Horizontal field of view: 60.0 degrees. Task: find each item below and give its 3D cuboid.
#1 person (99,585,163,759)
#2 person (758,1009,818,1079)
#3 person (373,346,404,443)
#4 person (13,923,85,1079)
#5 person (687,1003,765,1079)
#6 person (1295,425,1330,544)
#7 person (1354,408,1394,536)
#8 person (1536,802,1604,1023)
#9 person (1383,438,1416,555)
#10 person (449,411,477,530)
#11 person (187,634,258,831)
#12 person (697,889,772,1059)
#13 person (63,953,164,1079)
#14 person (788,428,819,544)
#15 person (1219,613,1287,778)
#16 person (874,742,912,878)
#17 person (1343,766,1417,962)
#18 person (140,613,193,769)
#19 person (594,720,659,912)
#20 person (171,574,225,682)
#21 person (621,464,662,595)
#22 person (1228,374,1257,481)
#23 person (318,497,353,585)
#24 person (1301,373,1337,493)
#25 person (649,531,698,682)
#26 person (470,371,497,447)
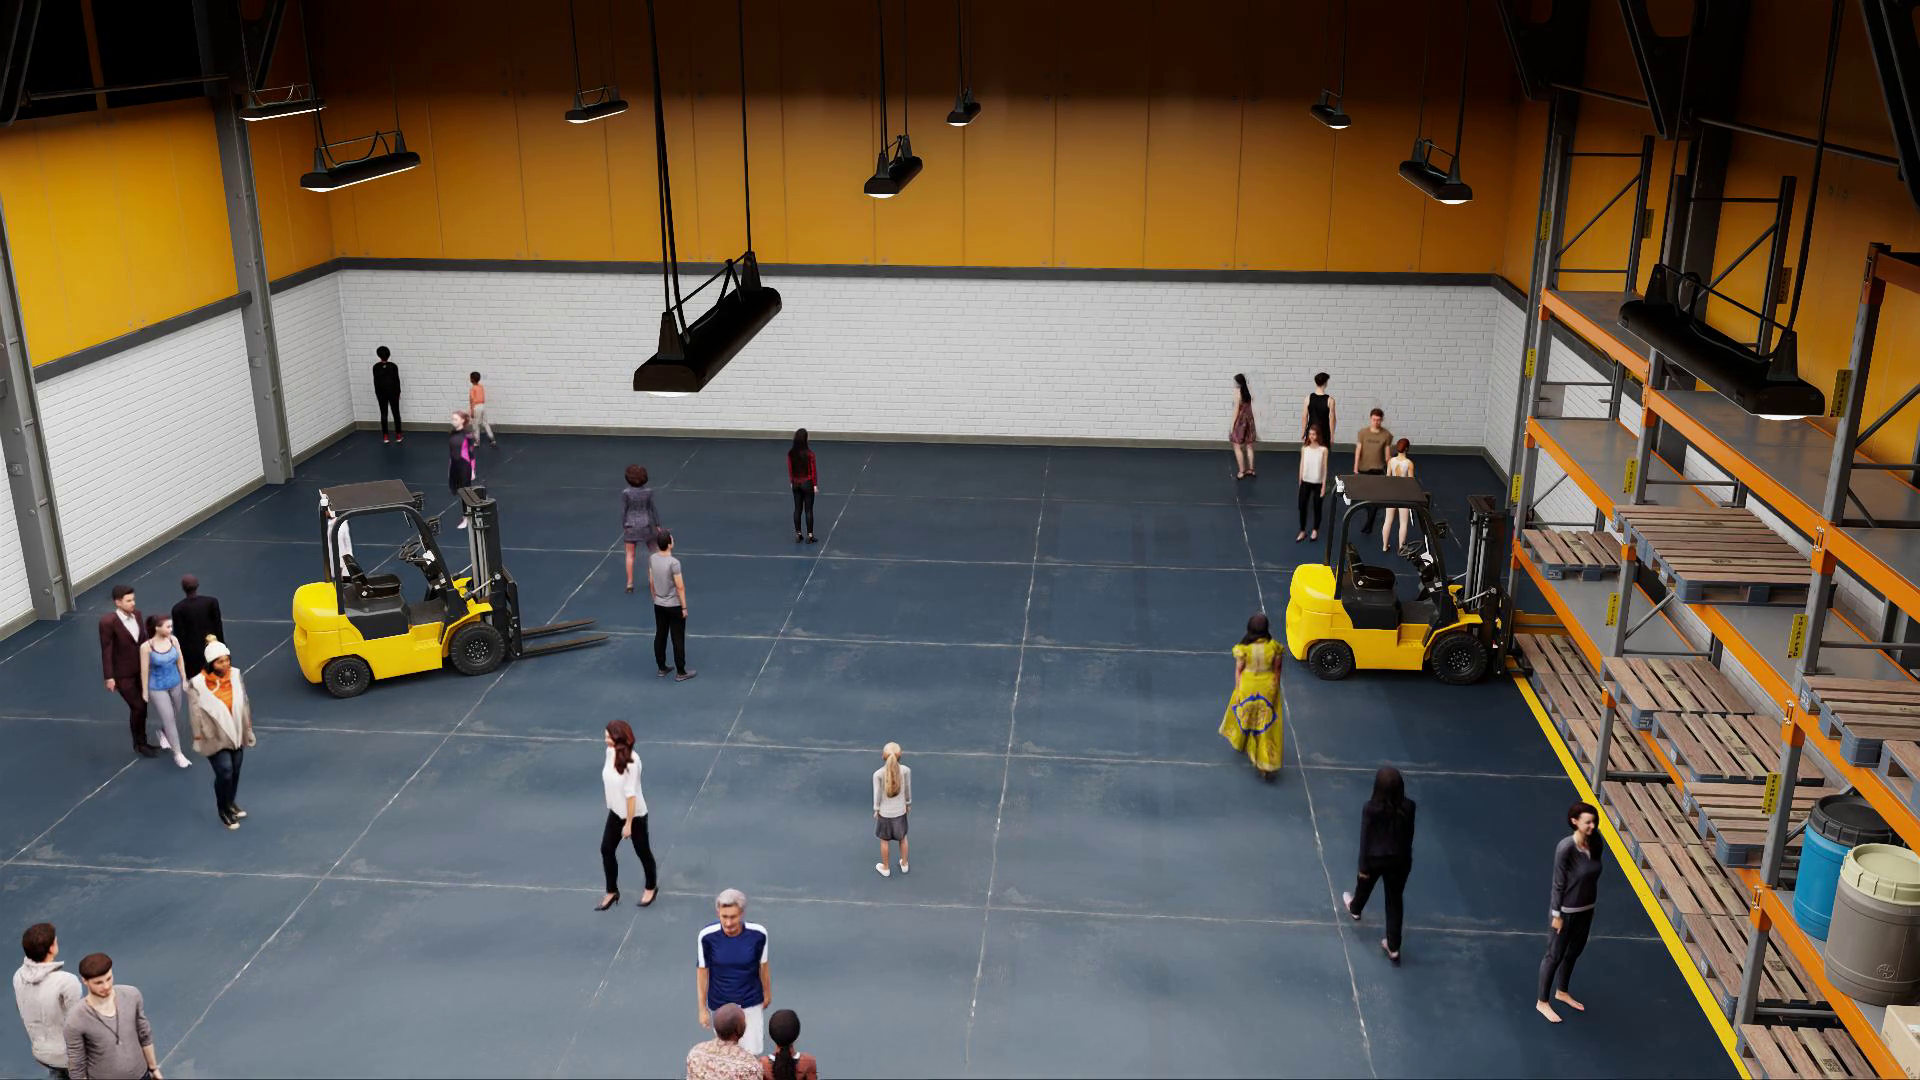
[{"bbox_3d":[-8.552,1.332,17.005,0.835,1.851,0.711,6,19,16],"label":"person"},{"bbox_3d":[-1.052,3.731,10.103,0.688,1.710,1.126,-1,19,-4],"label":"person"},{"bbox_3d":[-9.891,-2.531,28.757,0.651,1.674,0.639,-6,19,-16],"label":"person"},{"bbox_3d":[-5.936,3.400,10.882,0.751,1.841,0.843,5,19,15],"label":"person"},{"bbox_3d":[-1.448,3.705,10.074,0.939,1.779,1.189,9,21,25],"label":"person"},{"bbox_3d":[5.049,-0.815,23.611,0.742,1.706,0.817,9,21,26],"label":"person"},{"bbox_3d":[5.977,-1.027,24.053,0.949,1.825,1.240,7,20,20],"label":"person"},{"bbox_3d":[4.675,2.814,12.736,0.689,1.768,0.721,-12,22,-31],"label":"person"},{"bbox_3d":[6.105,-0.622,23.135,0.620,1.644,0.627,13,23,34],"label":"person"},{"bbox_3d":[-7.217,-1.059,24.275,0.711,1.744,0.864,8,20,23],"label":"person"},{"bbox_3d":[-7.013,1.761,15.689,0.867,1.879,0.791,11,22,30],"label":"person"},{"bbox_3d":[-1.563,3.181,11.602,0.731,1.797,1.195,-2,19,-5],"label":"person"},{"bbox_3d":[-5.379,3.459,10.611,0.816,1.901,0.694,13,23,35],"label":"person"},{"bbox_3d":[-2.224,-0.766,23.543,0.642,1.656,0.607,8,20,21],"label":"person"},{"bbox_3d":[2.995,1.580,16.660,0.746,1.602,1.188,2,19,5],"label":"person"},{"bbox_3d":[-0.598,2.380,14.796,0.584,1.276,0.620,-6,20,-19],"label":"person"},{"bbox_3d":[3.492,2.655,13.527,0.847,1.564,1.163,-3,19,-9],"label":"person"},{"bbox_3d":[-8.125,1.498,16.952,1.028,1.571,1.062,16,24,39],"label":"person"},{"bbox_3d":[-2.740,2.325,14.176,0.847,1.776,0.926,15,24,37],"label":"person"},{"bbox_3d":[-8.016,1.191,17.563,0.722,1.762,0.787,-14,23,-36],"label":"person"},{"bbox_3d":[-4.142,-0.136,21.660,0.907,1.664,0.902,-9,21,-25],"label":"person"},{"bbox_3d":[4.542,-1.798,26.458,0.815,1.751,0.912,-14,23,-36],"label":"person"},{"bbox_3d":[-7.497,0.300,20.142,0.766,1.807,0.624,-6,20,-18],"label":"person"},{"bbox_3d":[5.563,-1.661,25.830,0.748,1.892,0.705,9,20,24],"label":"person"},{"bbox_3d":[-3.317,0.734,18.936,0.705,1.754,0.698,11,21,29],"label":"person"},{"bbox_3d":[-8.209,-2.250,28.464,0.715,1.328,0.735,10,21,27],"label":"person"}]
